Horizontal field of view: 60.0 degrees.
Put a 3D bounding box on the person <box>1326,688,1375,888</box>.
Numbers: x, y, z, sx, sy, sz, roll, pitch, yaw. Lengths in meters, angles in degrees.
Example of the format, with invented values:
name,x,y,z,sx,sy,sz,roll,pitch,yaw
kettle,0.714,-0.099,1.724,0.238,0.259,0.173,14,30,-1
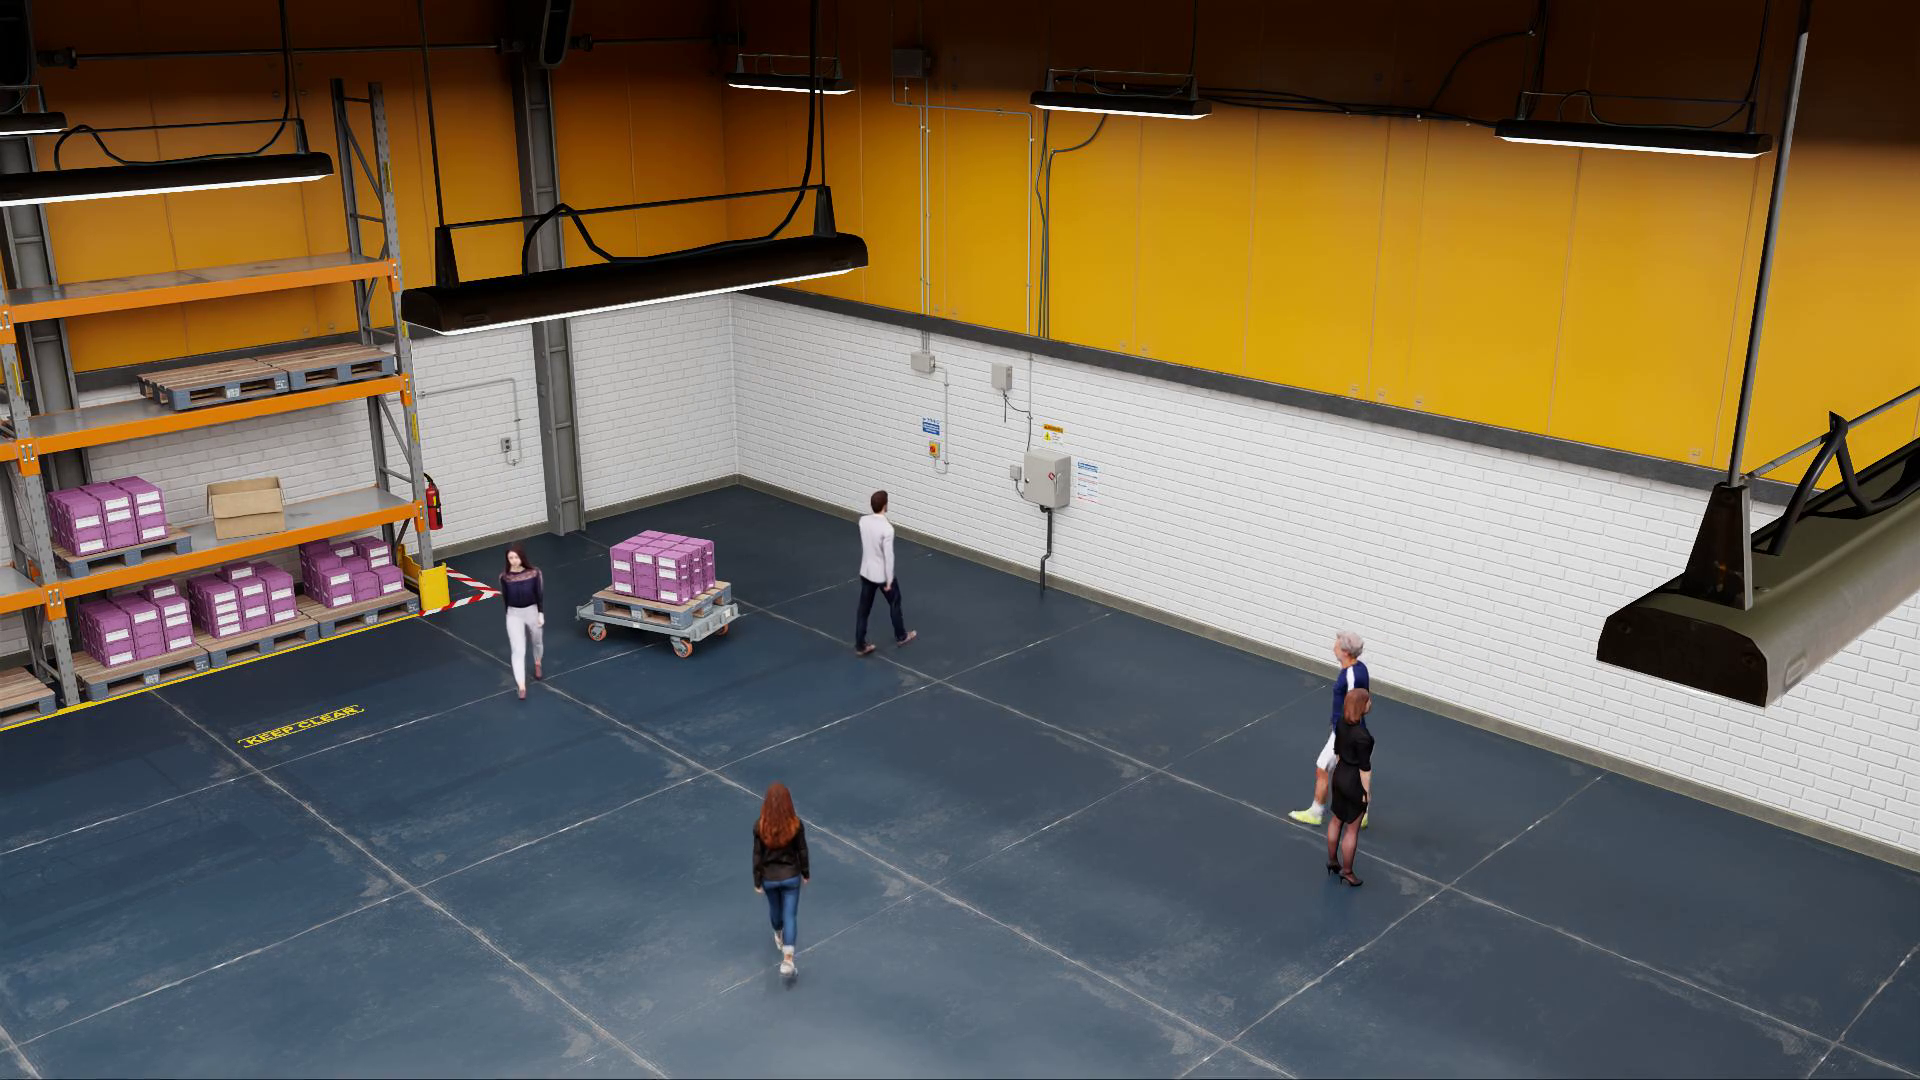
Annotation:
name,x,y,z,sx,sy,sz,roll,pitch,yaw
person,3.155,1.985,13.461,0.630,1.707,0.651,-7,20,-20

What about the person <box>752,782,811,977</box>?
name,x,y,z,sx,sy,sz,roll,pitch,yaw
person,-1.322,2.517,12.277,0.976,1.455,0.996,-1,19,-3

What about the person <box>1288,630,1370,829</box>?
name,x,y,z,sx,sy,sz,roll,pitch,yaw
person,3.410,1.656,14.272,0.967,1.813,0.977,6,20,17

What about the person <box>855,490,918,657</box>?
name,x,y,z,sx,sy,sz,roll,pitch,yaw
person,-0.962,0.392,18.018,0.756,1.817,1.043,13,23,35

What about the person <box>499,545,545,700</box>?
name,x,y,z,sx,sy,sz,roll,pitch,yaw
person,-4.480,0.800,17.202,1.106,1.566,1.051,-3,19,-9
